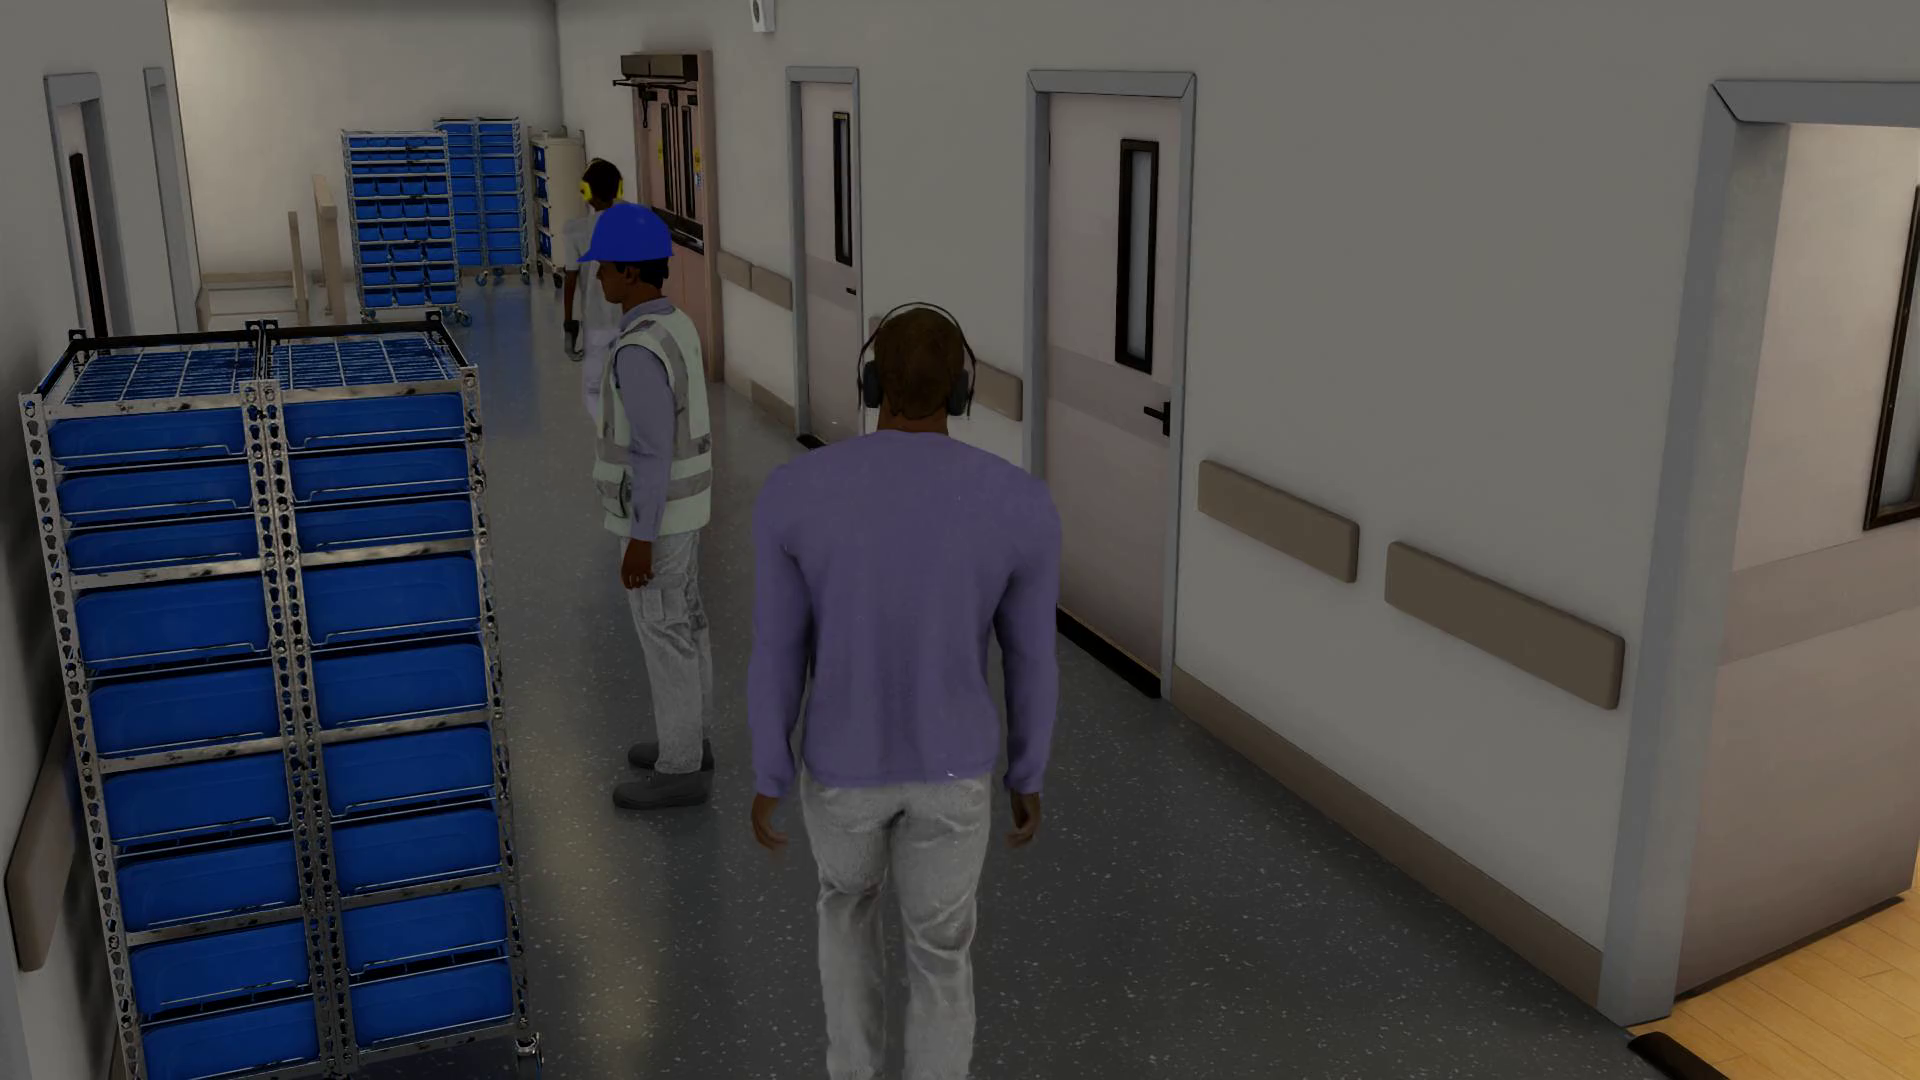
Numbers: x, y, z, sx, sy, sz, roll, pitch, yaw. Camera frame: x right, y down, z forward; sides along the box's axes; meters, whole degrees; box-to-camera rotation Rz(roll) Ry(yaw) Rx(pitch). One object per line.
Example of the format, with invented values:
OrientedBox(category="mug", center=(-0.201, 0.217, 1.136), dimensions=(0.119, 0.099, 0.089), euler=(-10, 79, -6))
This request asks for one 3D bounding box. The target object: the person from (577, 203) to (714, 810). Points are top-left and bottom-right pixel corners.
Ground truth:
OrientedBox(category="person", center=(-0.985, -0.094, 5.347), dimensions=(0.396, 1.946, 0.617), euler=(0, 16, 0))

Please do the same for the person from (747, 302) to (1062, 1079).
OrientedBox(category="person", center=(-0.111, 0.473, 3.469), dimensions=(0.640, 1.900, 0.530), euler=(0, 16, -1))

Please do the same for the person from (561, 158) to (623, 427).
OrientedBox(category="person", center=(-1.952, -1.193, 9.330), dimensions=(0.537, 1.848, 0.722), euler=(-9, 18, -27))
